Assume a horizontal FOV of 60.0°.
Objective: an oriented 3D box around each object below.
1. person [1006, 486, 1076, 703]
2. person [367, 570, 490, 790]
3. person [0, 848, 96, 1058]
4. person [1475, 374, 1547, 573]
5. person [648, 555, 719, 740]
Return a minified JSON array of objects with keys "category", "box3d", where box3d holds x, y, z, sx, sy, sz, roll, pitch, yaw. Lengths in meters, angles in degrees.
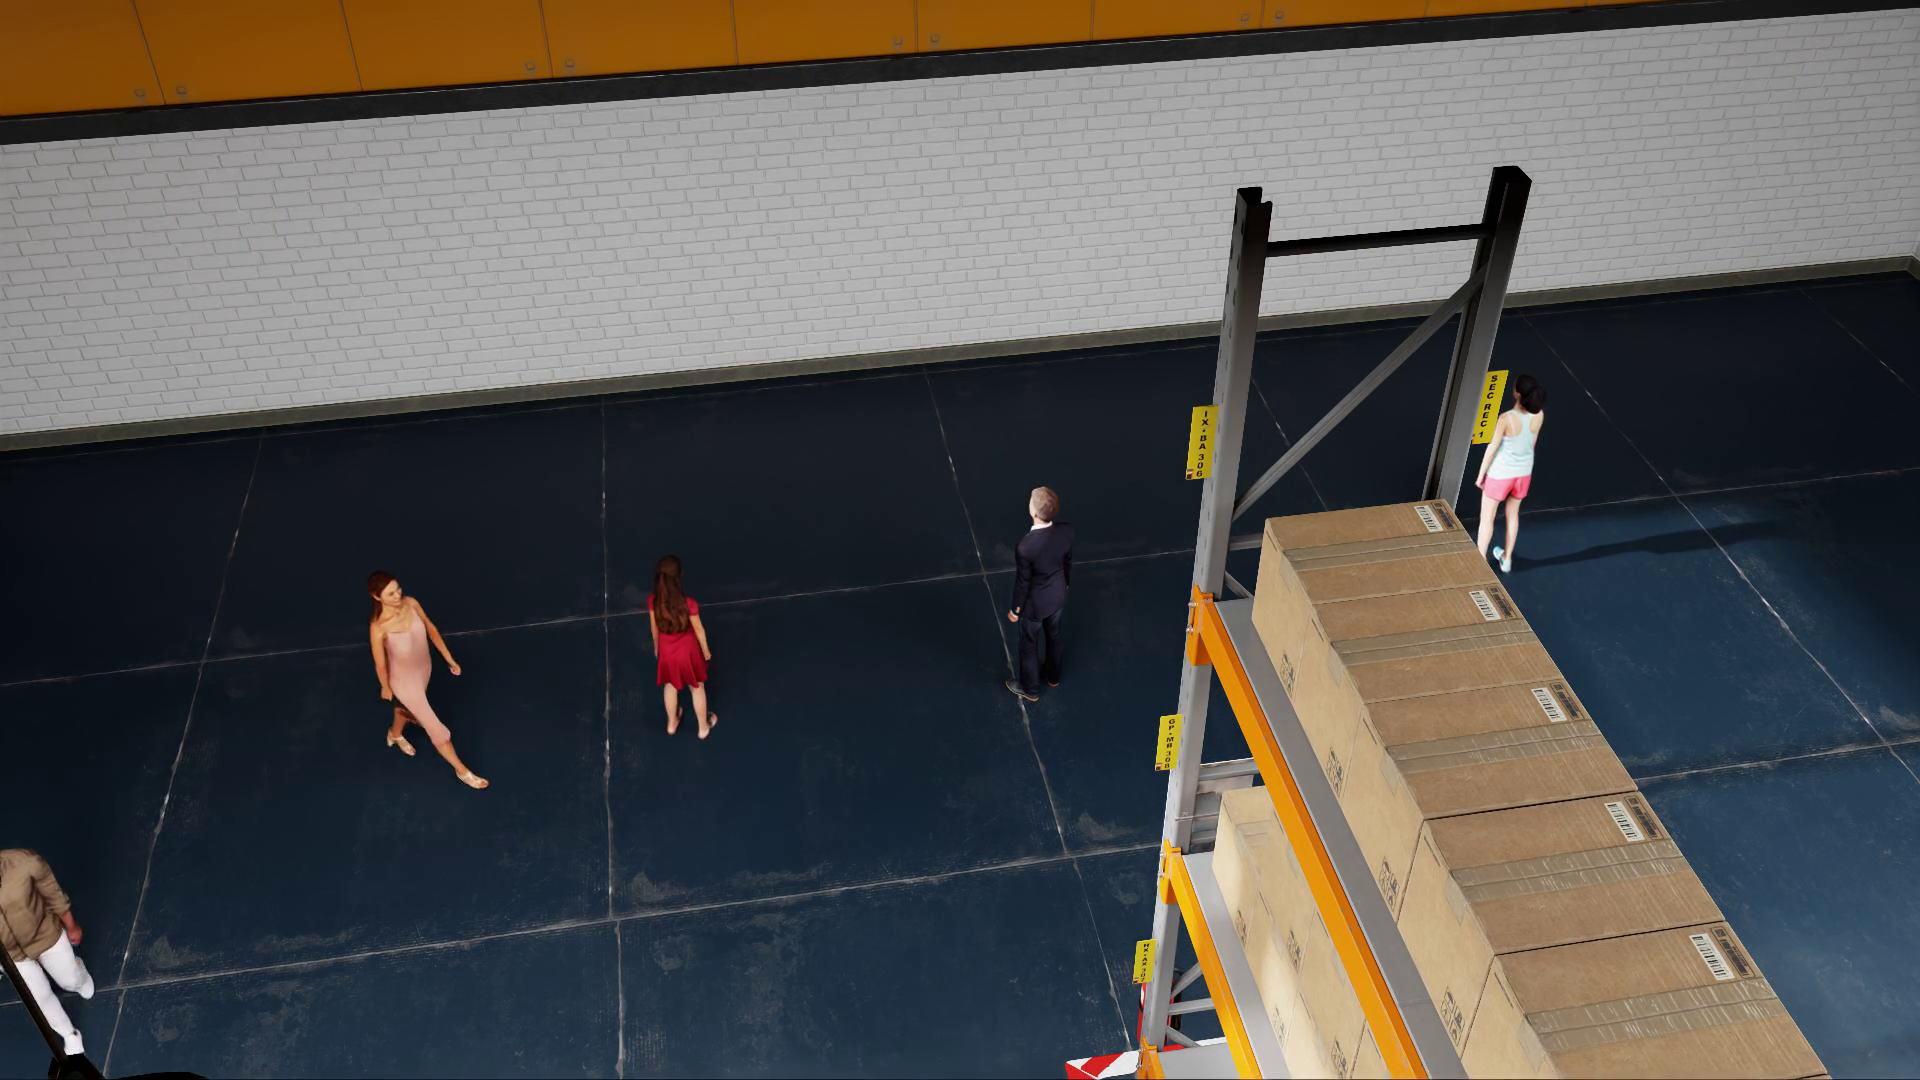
[{"category":"person","box3d":[0.570,0.375,11.775,0.770,1.815,0.767,-27,46,-29]},{"category":"person","box3d":[-3.750,0.891,11.160,1.060,1.778,1.142,15,41,18]},{"category":"person","box3d":[-5.310,2.230,9.458,0.881,1.810,0.975,-19,42,-22]},{"category":"person","box3d":[4.261,-0.509,12.927,0.582,1.761,0.520,-7,39,-9]},{"category":"person","box3d":[-1.949,0.755,11.513,0.646,1.550,0.697,6,39,7]}]
